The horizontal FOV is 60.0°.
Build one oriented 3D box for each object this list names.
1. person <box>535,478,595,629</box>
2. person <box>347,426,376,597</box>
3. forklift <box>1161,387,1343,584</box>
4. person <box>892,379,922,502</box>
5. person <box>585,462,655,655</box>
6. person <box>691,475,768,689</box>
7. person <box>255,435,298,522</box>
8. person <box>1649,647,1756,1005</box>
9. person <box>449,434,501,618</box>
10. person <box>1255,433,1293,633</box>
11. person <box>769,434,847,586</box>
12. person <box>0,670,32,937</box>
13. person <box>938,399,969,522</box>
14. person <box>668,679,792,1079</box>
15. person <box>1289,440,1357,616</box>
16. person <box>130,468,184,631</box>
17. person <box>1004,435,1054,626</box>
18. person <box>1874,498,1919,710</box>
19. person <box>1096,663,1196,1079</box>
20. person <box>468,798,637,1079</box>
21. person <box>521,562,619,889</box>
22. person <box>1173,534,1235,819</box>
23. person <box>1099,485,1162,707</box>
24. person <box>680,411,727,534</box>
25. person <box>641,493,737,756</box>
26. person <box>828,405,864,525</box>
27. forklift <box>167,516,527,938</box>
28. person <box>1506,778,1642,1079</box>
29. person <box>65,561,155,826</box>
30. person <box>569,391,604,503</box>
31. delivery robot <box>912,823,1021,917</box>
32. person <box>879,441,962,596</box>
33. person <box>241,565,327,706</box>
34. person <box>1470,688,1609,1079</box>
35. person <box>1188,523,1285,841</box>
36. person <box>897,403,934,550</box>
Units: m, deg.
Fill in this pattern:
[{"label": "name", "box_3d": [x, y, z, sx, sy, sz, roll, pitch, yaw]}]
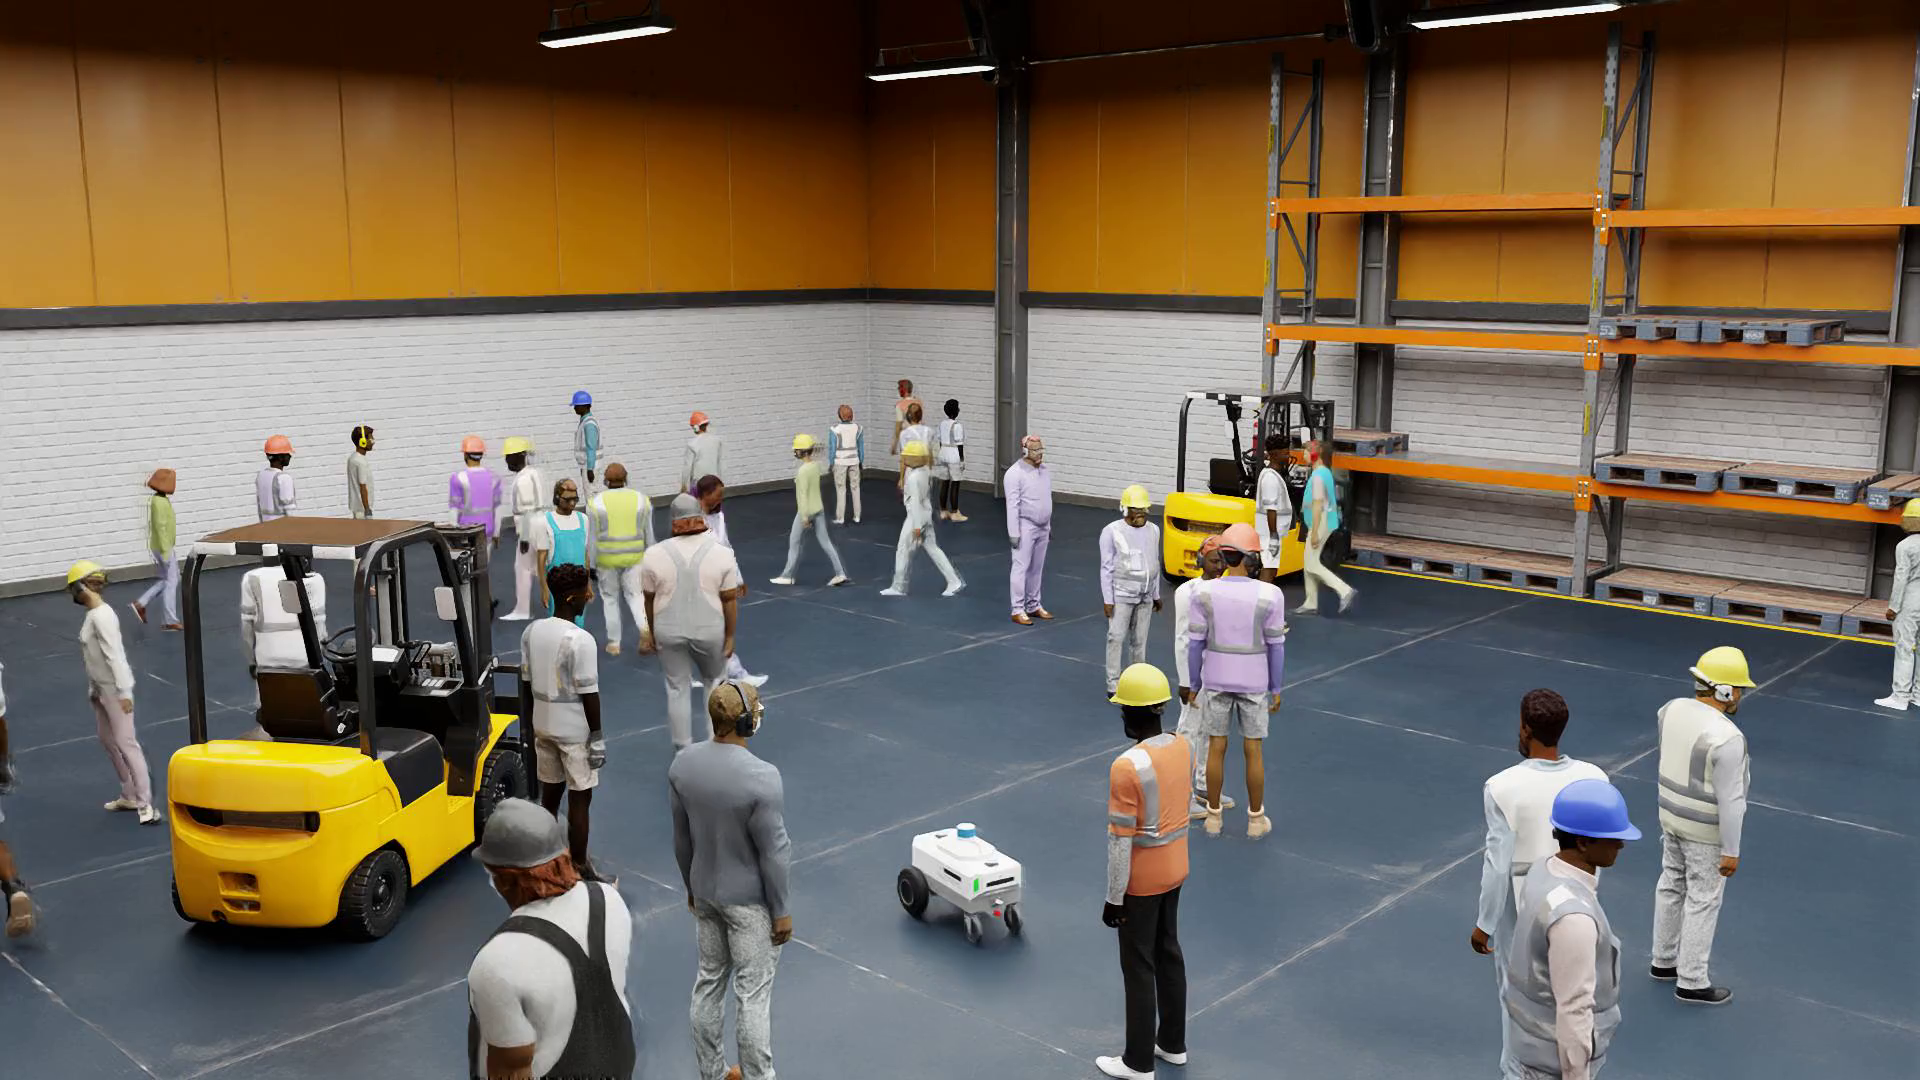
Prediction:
[{"label": "person", "box_3d": [-3.329, 0.390, 14.091, 0.346, 1.843, 0.507, 9, 14, 43]}, {"label": "person", "box_3d": [-6.449, -0.308, 18.015, 0.312, 1.860, 0.512, -5, 11, -28]}, {"label": "forklift", "box_3d": [3.298, -0.608, 18.767, 1.214, 2.155, 2.313, 9, 13, 42]}, {"label": "person", "box_3d": [-0.775, -1.466, 24.683, 0.443, 1.841, 0.570, 7, 12, 34]}, {"label": "person", "box_3d": [-3.102, 0.199, 15.266, 0.631, 1.823, 0.682, -5, 11, -26]}, {"label": "person", "box_3d": [-2.080, 0.379, 14.126, 1.016, 1.864, 0.607, 3, 10, 16]}, {"label": "person", "box_3d": [-6.703, -0.077, 16.474, 0.551, 1.936, 0.356, 7, 12, 35]}, {"label": "person", "box_3d": [3.709, 1.420, 8.309, 0.403, 1.817, 0.601, -2, 10, -10]}, {"label": "person", "box_3d": [-4.827, -0.095, 16.639, 0.665, 1.919, 0.568, 9, 14, 43]}, {"label": "person", "box_3d": [3.087, -0.077, 16.392, 0.361, 1.965, 0.613, 1, 10, 8]}, {"label": "person", "box_3d": [-1.667, -0.328, 18.516, 0.894, 1.725, 0.534, 4, 11, 22]}, {"label": "person", "box_3d": [-5.447, 1.240, 9.001, 0.839, 1.933, 0.627, 8, 13, 38]}, {"label": "person", "box_3d": [-0.107, -1.100, 22.977, 0.318, 1.700, 0.535, -7, 12, -35]}, {"label": "person", "box_3d": [-0.974, 1.547, 7.224, 0.627, 1.940, 0.372, 7, 12, 35]}, {"label": "person", "box_3d": [3.722, -0.110, 16.999, 0.572, 1.820, 0.582, 2, 10, 12]}, {"label": "person", "box_3d": [-7.905, 0.101, 16.369, 0.479, 1.619, 0.556, -5, 11, -25]}, {"label": "person", "box_3d": [0.726, -0.109, 16.749, 0.409, 1.907, 0.651, 8, 13, 38]}, {"label": "person", "box_3d": [7.800, 0.521, 13.625, 0.486, 1.744, 0.296, -4, 11, -21]}, {"label": "person", "box_3d": [0.837, 1.503, 7.551, 0.393, 1.919, 0.581, 7, 12, 36]}, {"label": "person", "box_3d": [-1.368, 1.788, 5.566, 1.010, 2.000, 0.693, 6, 12, 31]}, {"label": "person", "box_3d": [-2.288, 1.096, 9.717, 0.614, 1.962, 0.366, 8, 13, 38]}, {"label": "person", "box_3d": [1.650, 0.895, 11.096, 0.575, 1.883, 0.362, -9, 13, -40]}, {"label": "person", "box_3d": [1.432, 0.450, 13.770, 0.588, 1.834, 0.403, -6, 12, -31]}, {"label": "person", "box_3d": [-3.237, -0.760, 20.935, 0.521, 1.733, 0.582, 8, 13, 39]}, {"label": "person", "box_3d": [-1.964, 0.636, 12.126, 0.684, 2.000, 0.539, -1, 10, -6]}, {"label": "person", "box_3d": [-1.554, -1.027, 22.735, 0.523, 1.639, 0.306, -5, 11, -28]}, {"label": "forklift", "box_3d": [-3.583, 0.976, 9.748, 1.214, 2.155, 2.313, 2, 10, 11]}, {"label": "person", "box_3d": [2.139, 1.778, 5.884, 0.404, 1.945, 0.615, 2, 10, 9]}, {"label": "person", "box_3d": [-5.570, 1.009, 10.919, 0.369, 1.718, 0.707, -7, 12, -36]}, {"label": "person", "box_3d": [-4.827, -0.968, 21.563, 0.415, 1.939, 0.615, -3, 10, -16]}, {"label": "delivery robot", "box_3d": [0.034, 1.829, 9.293, 0.477, 0.478, 0.707, -6, 12, -32]}, {"label": "person", "box_3d": [-0.410, -0.228, 17.988, 0.858, 1.707, 0.478, 3, 10, 17]}, {"label": "person", "box_3d": [-4.678, 0.821, 11.533, 0.563, 1.900, 0.705, -3, 10, -16]}, {"label": "person", "box_3d": [2.468, 1.581, 7.092, 0.591, 1.918, 0.383, -3, 11, -18]}, {"label": "person", "box_3d": [1.760, 0.902, 10.619, 0.606, 2.039, 0.395, 3, 10, 17]}, {"label": "person", "box_3d": [-0.560, -0.795, 20.825, 0.504, 1.847, 0.345, -8, 13, -38]}]
